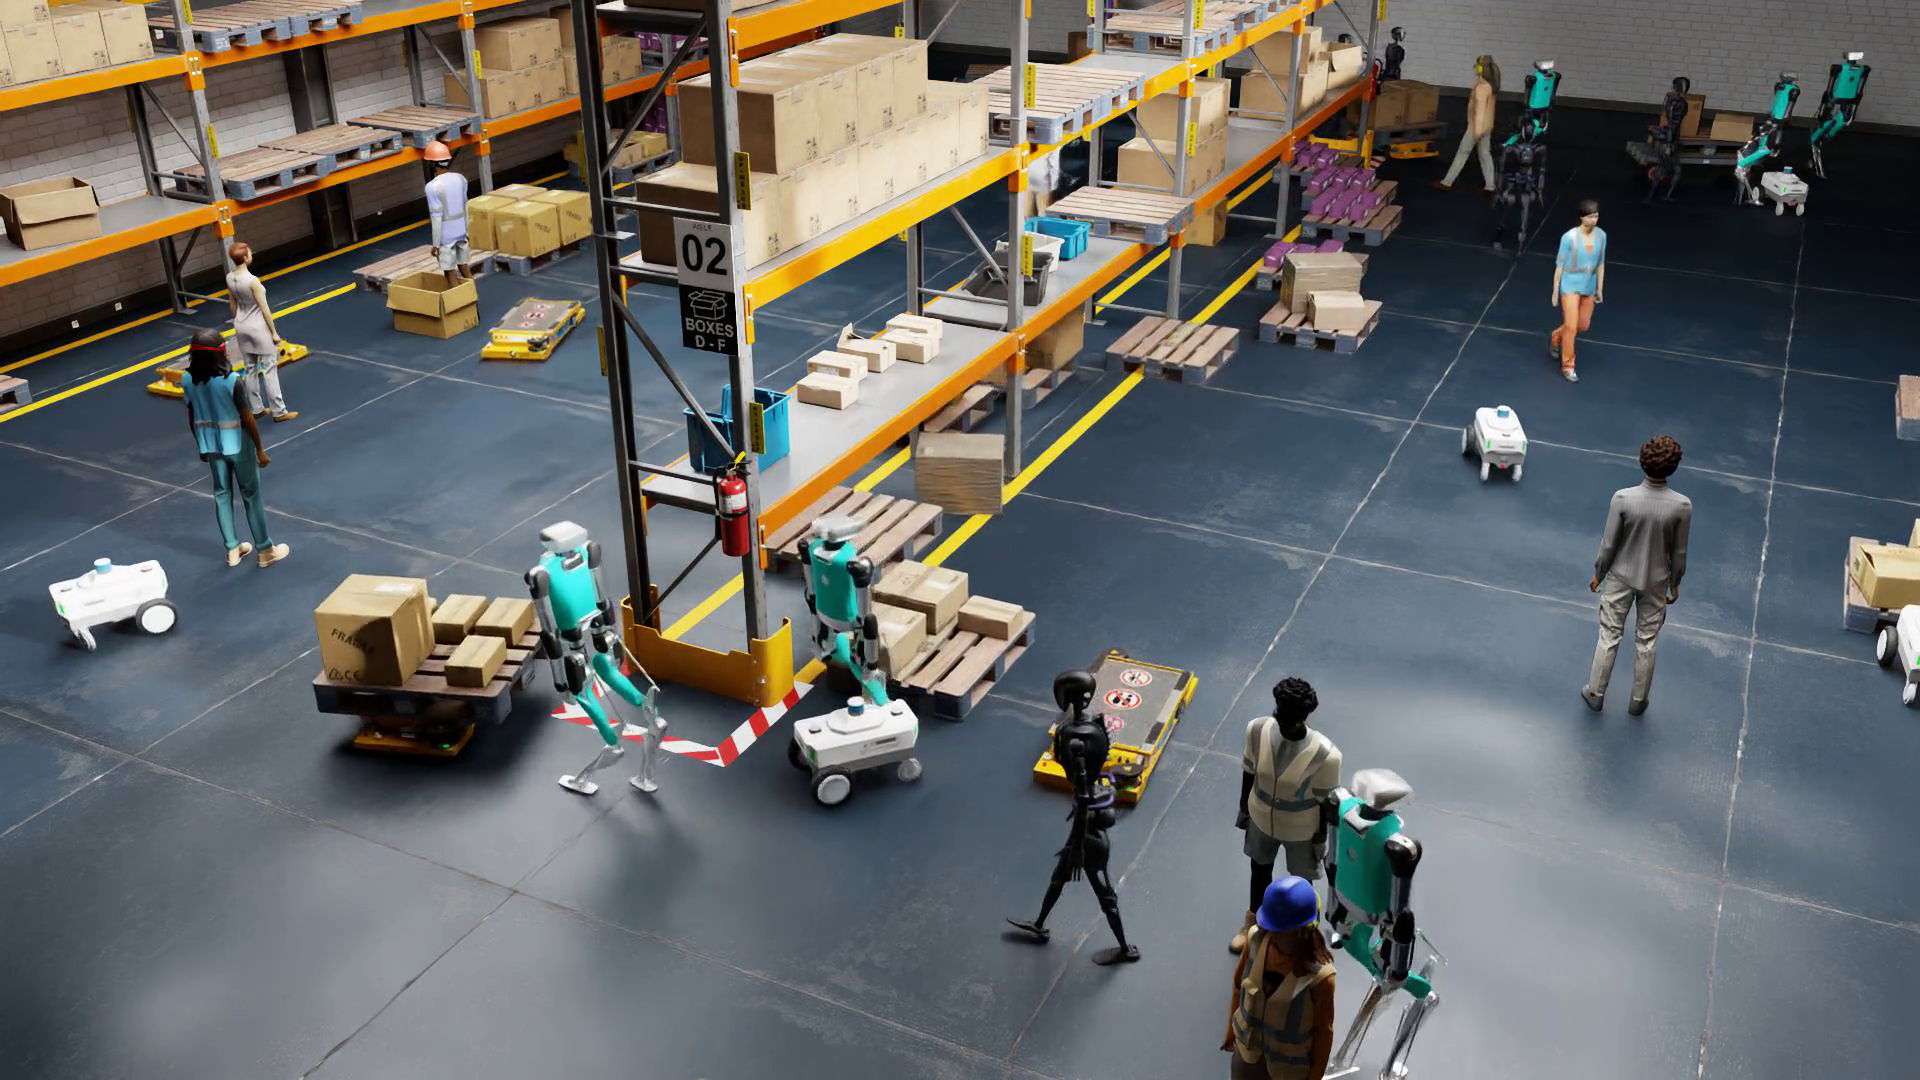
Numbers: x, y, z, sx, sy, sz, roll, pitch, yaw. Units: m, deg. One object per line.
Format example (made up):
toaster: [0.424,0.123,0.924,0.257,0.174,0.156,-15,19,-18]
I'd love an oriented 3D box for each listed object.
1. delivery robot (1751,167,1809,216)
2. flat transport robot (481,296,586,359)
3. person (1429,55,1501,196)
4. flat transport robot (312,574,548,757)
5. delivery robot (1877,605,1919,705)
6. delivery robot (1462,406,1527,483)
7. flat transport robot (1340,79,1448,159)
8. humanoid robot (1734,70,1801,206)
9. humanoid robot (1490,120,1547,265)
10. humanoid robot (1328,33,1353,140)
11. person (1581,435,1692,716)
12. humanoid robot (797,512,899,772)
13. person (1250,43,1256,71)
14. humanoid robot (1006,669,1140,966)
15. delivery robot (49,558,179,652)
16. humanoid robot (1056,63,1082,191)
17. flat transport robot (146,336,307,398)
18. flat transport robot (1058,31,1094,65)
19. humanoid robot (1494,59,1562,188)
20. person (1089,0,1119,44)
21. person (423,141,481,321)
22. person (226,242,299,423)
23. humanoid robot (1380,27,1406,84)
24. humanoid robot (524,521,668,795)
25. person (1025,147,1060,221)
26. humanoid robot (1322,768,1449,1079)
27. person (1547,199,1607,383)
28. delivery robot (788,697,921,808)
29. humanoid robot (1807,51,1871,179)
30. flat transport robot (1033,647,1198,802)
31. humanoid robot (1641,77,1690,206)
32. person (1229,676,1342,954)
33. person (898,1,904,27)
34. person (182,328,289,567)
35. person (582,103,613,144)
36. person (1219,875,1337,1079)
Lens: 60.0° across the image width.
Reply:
delivery robot: [10.725,-4.561,21.690,0.499,0.614,0.791,0,26,0]
flat transport robot: [-4.401,-2.197,17.216,0.659,0.231,1.431,2,26,5]
person: [6.860,-5.534,22.211,0.903,1.833,0.574,16,30,29]
flat transport robot: [-3.340,0.941,10.877,0.659,0.231,1.431,3,27,7]
delivery robot: [6.417,0.728,10.983,0.499,0.592,0.774,9,28,17]
delivery robot: [4.594,-0.854,14.181,0.499,0.595,0.791,4,27,7]
flat transport robot: [6.417,-5.915,24.725,0.659,0.231,1.431,-11,28,-20]
humanoid robot: [10.341,-5.130,21.587,0.729,1.888,0.539,1,26,1]
humanoid robot: [6.565,-4.120,19.570,0.608,1.640,0.767,0,26,1]
humanoid robot: [5.619,-6.661,24.637,0.322,1.647,0.609,13,29,24]
person: [4.260,0.242,10.454,0.534,1.900,0.395,8,27,15]
humanoid robot: [-0.561,0.610,9.945,0.539,1.825,0.725,21,33,36]
person: [4.545,-6.984,25.106,0.920,1.844,0.718,-20,33,-35]
humanoid robot: [0.591,1.405,8.379,0.713,1.624,0.622,3,27,6]
delivery robot: [-5.899,0.411,11.626,0.766,0.595,0.511,-17,31,-31]
humanoid robot: [1.294,-5.396,22.031,1.031,1.730,0.551,-23,34,-38]
flat transport robot: [-7.141,-1.711,16.233,0.659,0.231,1.431,10,28,20]
flat transport robot: [2.392,-7.859,28.652,1.431,0.231,0.659,21,33,36]
humanoid robot: [7.638,-5.693,22.672,0.562,1.808,0.949,-10,28,-19]
person: [2.525,-9.055,29.194,0.536,1.933,0.407,15,30,28]
person: [-5.327,-3.176,17.315,0.361,1.935,0.552,11,29,22]
person: [-6.334,-1.868,14.980,0.442,1.661,0.285,11,28,21]
humanoid robot: [6.512,-6.921,25.180,0.338,1.649,0.598,-3,26,-6]
humanoid robot: [-1.985,0.778,9.561,0.856,1.771,0.531,15,30,28]
person: [0.930,-4.219,19.640,0.572,1.732,0.490,15,30,27]
humanoid robot: [1.982,1.768,7.550,0.697,1.799,0.534,-13,29,-25]
person: [5.940,-2.442,16.045,0.504,1.741,0.698,-5,27,-11]
delivery robot: [-0.625,1.215,9.982,0.769,0.577,0.499,-10,28,-20]
humanoid robot: [12.101,-5.941,23.202,0.553,1.836,0.853,-1,26,-1]
flat transport robot: [1.006,1.137,10.481,0.659,0.231,1.431,10,28,19]
humanoid robot: [9.292,-5.177,21.650,0.533,1.645,0.601,16,31,29]
person: [1.621,1.413,8.323,0.534,1.692,0.320,19,32,33]
person: [-0.922,-9.486,30.181,0.367,1.833,0.503,17,31,31]
person: [-5.413,-0.669,12.328,0.538,1.865,0.374,4,27,7]
person: [-4.620,-5.054,21.207,0.390,1.849,0.565,-7,27,-14]
person: [1.287,2.109,6.817,0.471,1.778,0.307,23,34,38]
